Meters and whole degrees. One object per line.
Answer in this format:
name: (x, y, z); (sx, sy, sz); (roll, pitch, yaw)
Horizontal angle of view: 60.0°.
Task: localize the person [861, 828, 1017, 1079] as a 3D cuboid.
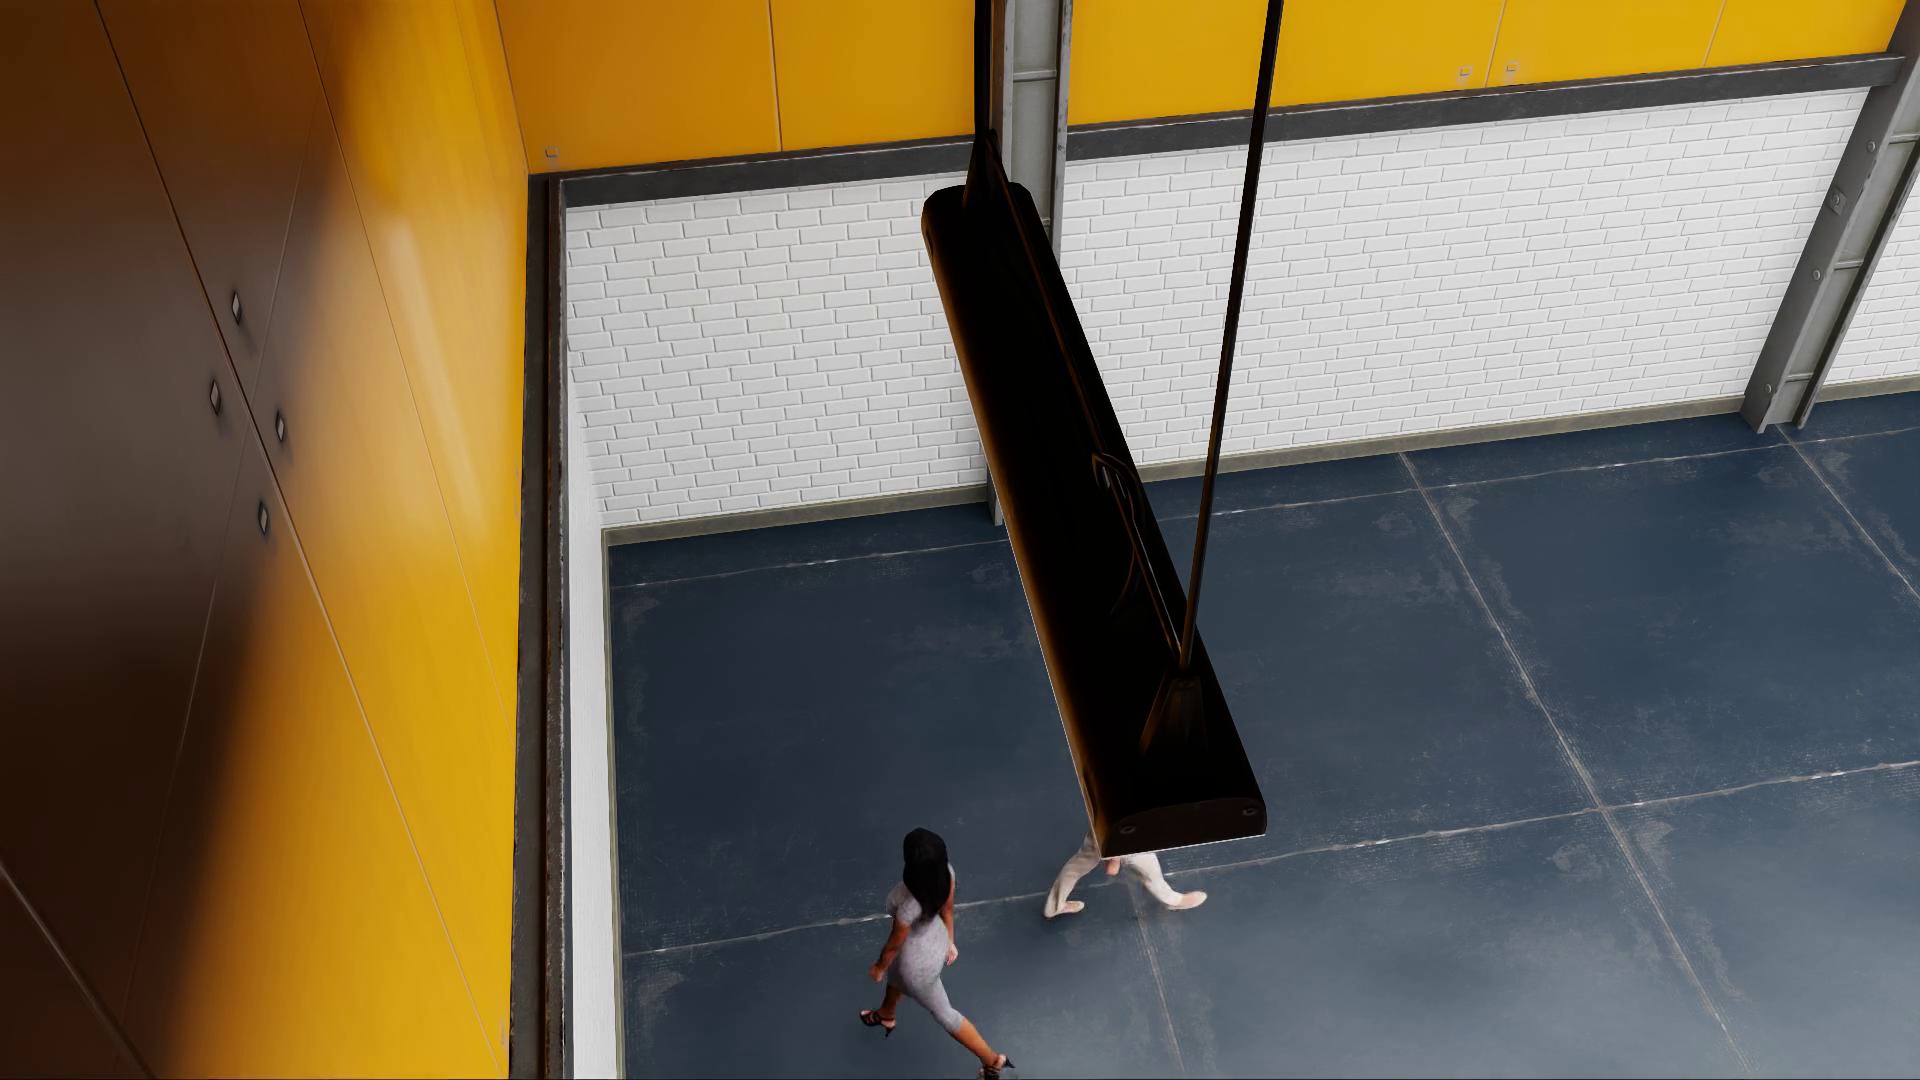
person: (-0.091, 2.182, 8.437); (1.210, 1.726, 1.026); (15, 46, 15)
